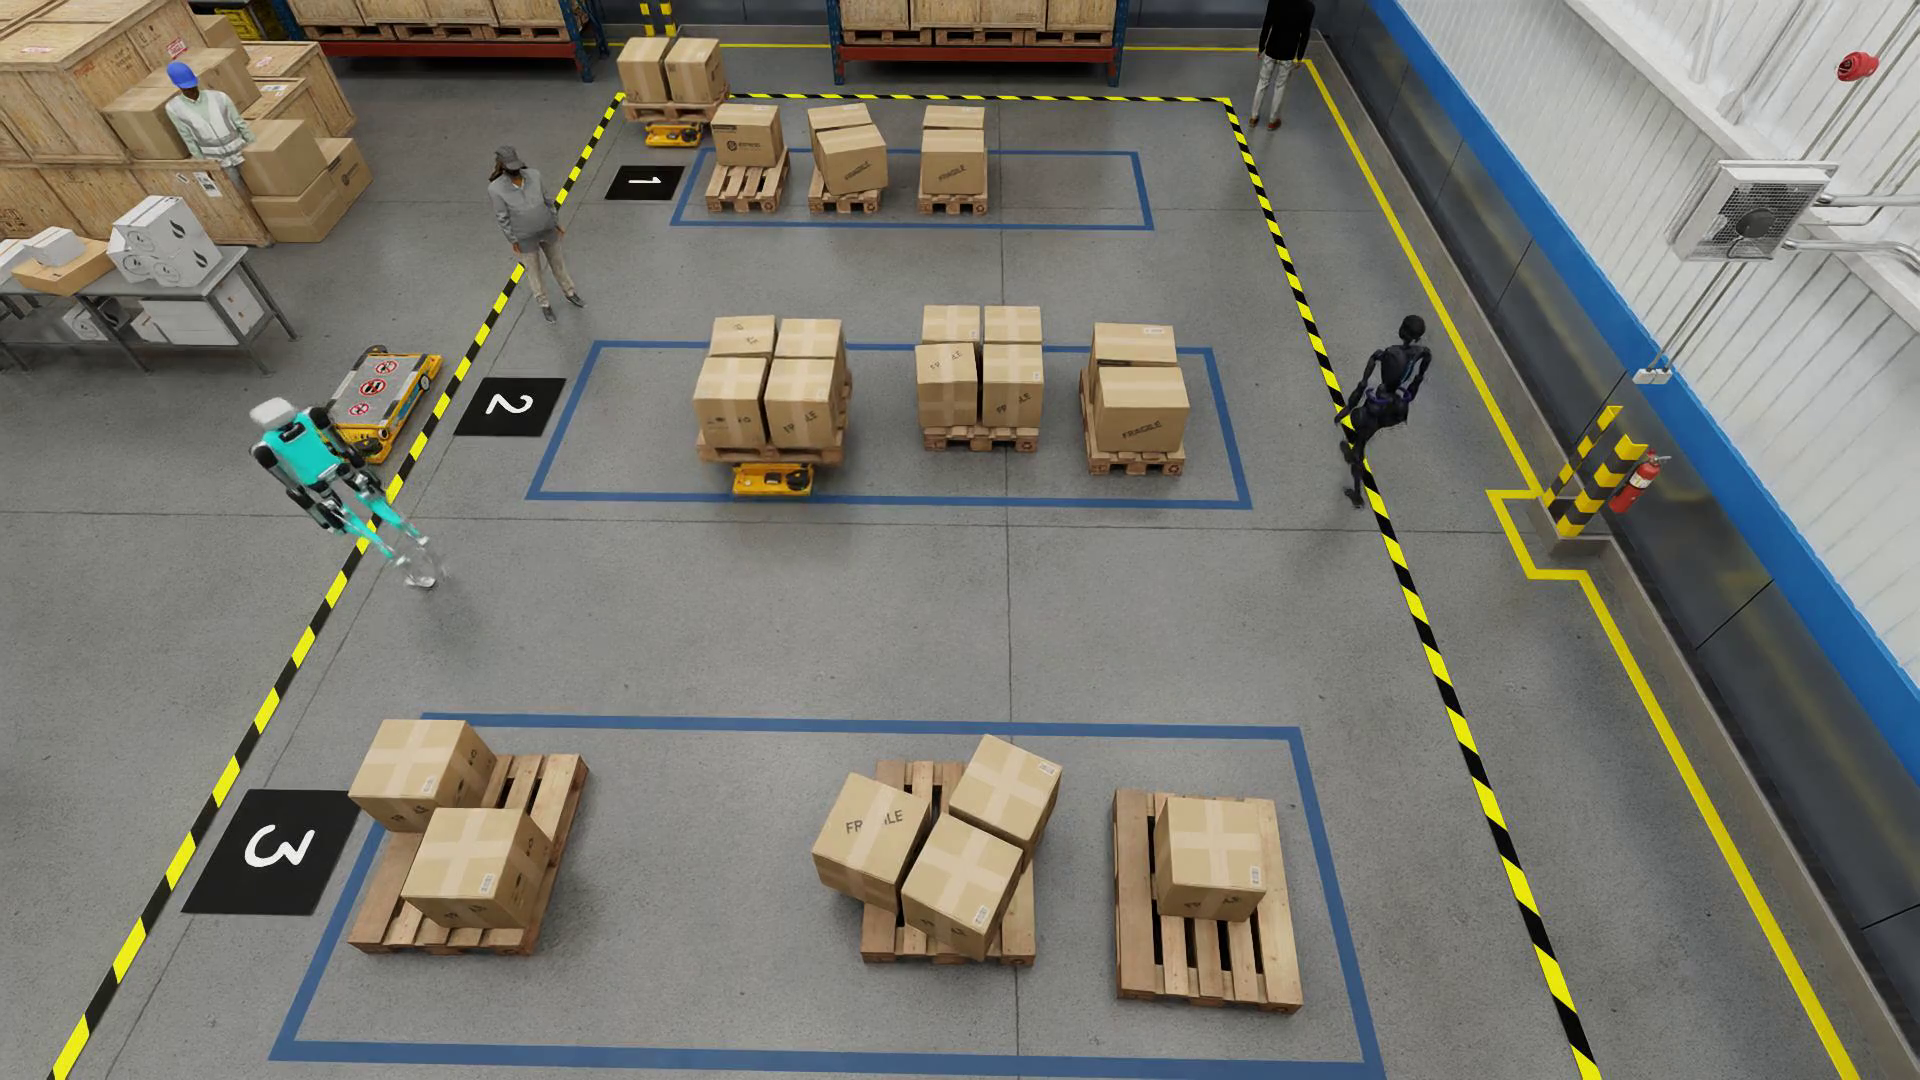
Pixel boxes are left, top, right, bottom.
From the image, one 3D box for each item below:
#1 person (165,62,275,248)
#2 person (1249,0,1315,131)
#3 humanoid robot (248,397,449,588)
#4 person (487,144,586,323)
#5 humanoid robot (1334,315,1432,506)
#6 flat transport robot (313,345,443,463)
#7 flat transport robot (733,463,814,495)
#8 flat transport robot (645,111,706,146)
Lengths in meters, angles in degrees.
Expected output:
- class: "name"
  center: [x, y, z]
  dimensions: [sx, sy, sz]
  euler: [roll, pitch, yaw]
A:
- class: "person"
  center: [-7.726, -4.060, 9.711]
  dimensions: [0.602, 1.939, 0.412]
  euler: [-32, 57, -24]
- class: "person"
  center: [4.030, -6.130, 11.496]
  dimensions: [0.589, 1.882, 0.380]
  euler: [24, 54, 19]
- class: "humanoid robot"
  center: [-4.278, -0.200, 6.604]
  dimensions: [0.815, 1.811, 0.536]
  euler: [21, 53, 17]
- class: "person"
  center: [-4.148, -2.993, 8.916]
  dimensions: [0.397, 1.768, 0.562]
  euler: [36, 59, 27]
- class: "humanoid robot"
  center: [3.381, -1.068, 7.382]
  dimensions: [0.608, 1.631, 0.752]
  euler: [-7, 50, -6]
- class: "flat transport robot"
  center: [-5.383, -1.269, 8.441]
  dimensions: [0.659, 0.231, 1.431]
  euler: [1, 50, 1]
- class: "flat transport robot"
  center: [-1.588, -0.982, 8.180]
  dimensions: [0.652, 0.197, 1.431]
  euler: [1, 50, 1]
- class: "flat transport robot"
  center: [-3.678, -5.635, 12.117]
  dimensions: [0.652, 0.197, 1.431]
  euler: [1, 50, 1]
